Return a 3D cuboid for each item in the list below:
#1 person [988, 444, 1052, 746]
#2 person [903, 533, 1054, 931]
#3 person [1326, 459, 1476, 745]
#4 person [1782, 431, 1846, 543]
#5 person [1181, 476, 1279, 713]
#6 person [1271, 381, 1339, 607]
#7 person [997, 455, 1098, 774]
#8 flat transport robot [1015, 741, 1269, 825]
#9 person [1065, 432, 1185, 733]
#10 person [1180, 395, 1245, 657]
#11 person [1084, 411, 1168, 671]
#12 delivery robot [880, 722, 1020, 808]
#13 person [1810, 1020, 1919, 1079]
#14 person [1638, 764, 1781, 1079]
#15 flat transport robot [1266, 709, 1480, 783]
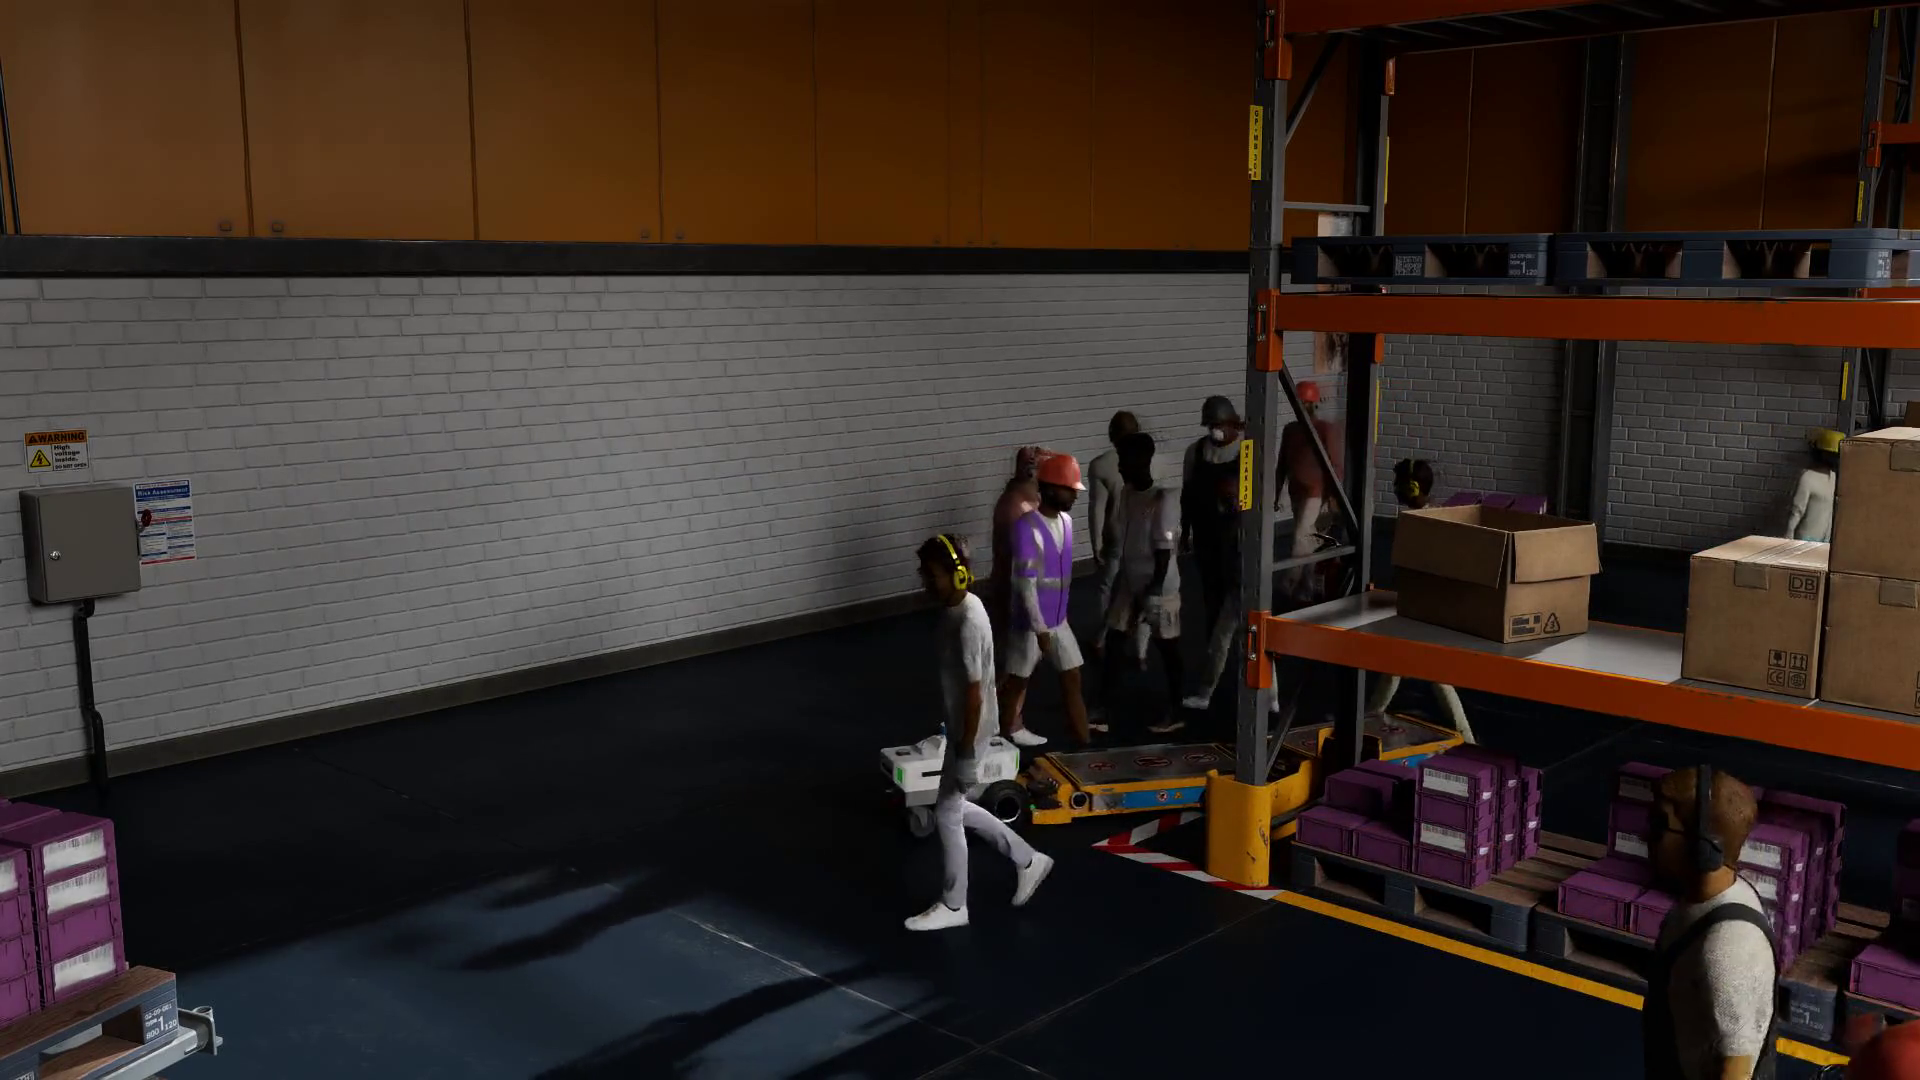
[{"bbox_3d":[0.339,0.345,10.282,0.484,1.884,0.692,0,9,2],"label":"person"},{"bbox_3d":[0.083,0.852,7.314,0.602,1.835,0.605,-1,9,-7],"label":"person"},{"bbox_3d":[2.715,0.419,10.036,0.986,1.811,0.506,5,11,30],"label":"person"},{"bbox_3d":[6.643,0.001,12.933,0.543,1.706,0.921,-6,11,-32],"label":"person"},{"bbox_3d":[1.782,0.365,11.020,0.771,1.593,0.557,3,10,20],"label":"person"},{"bbox_3d":[2.914,-0.395,14.559,0.903,1.960,0.653,-5,11,-29],"label":"person"},{"bbox_3d":[0.541,0.464,9.532,0.921,1.888,0.571,9,13,42],"label":"person"},{"bbox_3d":[0.990,1.326,9.195,1.431,0.197,0.652,-2,10,-14],"label":"flat transport robot"},{"bbox_3d":[1.080,0.291,10.443,0.898,1.922,0.643,-5,11,-30],"label":"person"},{"bbox_3d":[1.978,-0.115,12.620,0.699,2.000,0.541,5,11,28],"label":"person"},{"bbox_3d":[1.217,-0.012,12.409,0.649,1.902,0.805,-2,9,-12],"label":"person"},{"bbox_3d":[-0.056,1.202,8.797,0.707,0.478,0.477,-3,10,-20],"label":"delivery robot"},{"bbox_3d":[1.261,1.596,2.281,1.042,1.983,0.613,9,13,42],"label":"person"},{"bbox_3d":[1.838,1.416,3.960,0.918,1.817,0.523,4,10,23],"label":"person"},{"bbox_3d":[2.367,1.235,9.754,1.431,0.197,0.652,-5,11,-29],"label":"flat transport robot"}]
